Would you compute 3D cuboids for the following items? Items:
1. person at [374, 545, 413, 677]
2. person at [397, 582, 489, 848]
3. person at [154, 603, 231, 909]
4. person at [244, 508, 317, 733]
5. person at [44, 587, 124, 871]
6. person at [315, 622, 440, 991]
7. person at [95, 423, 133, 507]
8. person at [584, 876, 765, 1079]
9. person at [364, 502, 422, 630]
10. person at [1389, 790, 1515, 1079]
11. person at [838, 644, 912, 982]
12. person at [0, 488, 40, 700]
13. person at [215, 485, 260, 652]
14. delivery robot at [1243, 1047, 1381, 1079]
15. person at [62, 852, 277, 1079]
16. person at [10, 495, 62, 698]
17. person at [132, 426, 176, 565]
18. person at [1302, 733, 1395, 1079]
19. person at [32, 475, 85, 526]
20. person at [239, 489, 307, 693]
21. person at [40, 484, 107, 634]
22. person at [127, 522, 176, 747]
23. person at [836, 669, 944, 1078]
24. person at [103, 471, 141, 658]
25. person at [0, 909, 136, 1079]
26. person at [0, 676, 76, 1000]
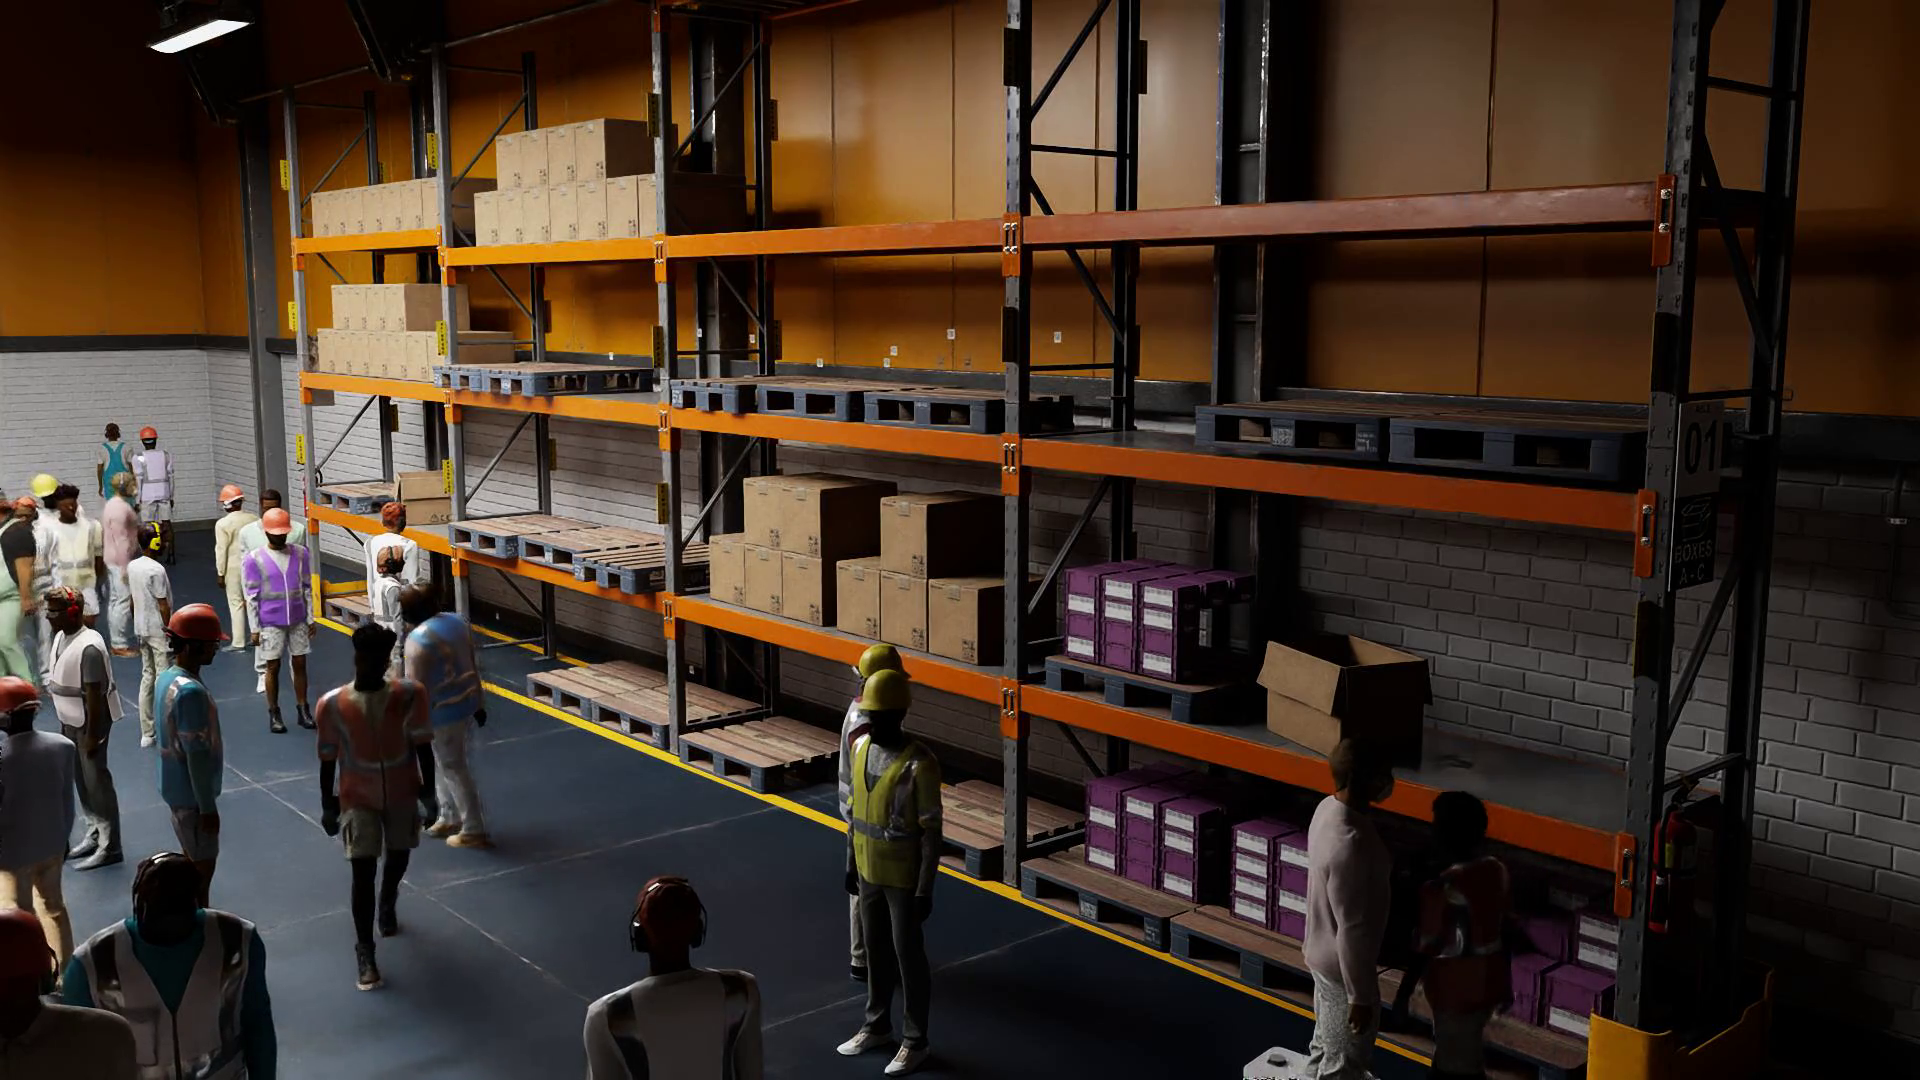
[{"bbox_3d":[-4.683,0.859,13.762,0.307,1.641,0.514,-5,10,-33],"label":"person"},{"bbox_3d":[-3.451,1.168,11.052,0.631,1.805,0.634,1,8,7],"label":"person"},{"bbox_3d":[-4.118,1.350,9.011,0.405,2.032,0.611,-6,10,-35],"label":"person"},{"bbox_3d":[-5.727,0.676,14.063,0.553,1.923,0.392,-7,11,-41],"label":"person"},{"bbox_3d":[-5.643,1.197,10.746,0.561,1.836,0.391,7,11,42],"label":"person"},{"bbox_3d":[-3.213,1.379,9.168,0.601,1.923,0.970,-4,9,-27],"label":"person"},{"bbox_3d":[-12.523,-0.816,24.692,0.506,1.846,0.351,-5,10,-31],"label":"person"},{"bbox_3d":[-0.882,1.969,5.205,0.573,1.883,0.354,-4,9,-26],"label":"person"},{"bbox_3d":[-5.015,0.599,14.769,0.574,1.876,0.354,3,9,21],"label":"person"},{"bbox_3d":[1.972,1.836,6.850,0.546,1.654,0.833,-7,11,-41],"label":"person"},{"bbox_3d":[-0.451,1.457,8.975,0.403,1.823,0.596,0,8,2],"label":"person"},{"bbox_3d":[-8.621,0.484,14.979,0.753,2.000,0.541,4,9,25],"label":"person"},{"bbox_3d":[-7.536,0.293,17.346,0.367,1.742,0.568,4,9,23],"label":"person"},{"bbox_3d":[1.544,2.338,6.905,0.707,0.478,0.477,7,11,40],"label":"delivery robot"},{"bbox_3d":[-2.657,1.936,5.661,0.640,1.832,0.431,-5,9,-30],"label":"person"},{"bbox_3d":[-8.510,0.528,15.206,0.573,1.886,0.354,-7,11,-41],"label":"person"},{"bbox_3d":[-11.074,-0.593,22.844,0.376,1.932,0.543,8,11,43],"label":"person"},{"bbox_3d":[1.567,1.727,6.693,0.373,1.940,0.630,1,8,5],"label":"person"},{"bbox_3d":[-9.178,0.273,17.005,0.613,1.874,0.910,-7,11,-40],"label":"person"},{"bbox_3d":[-6.408,0.467,15.578,0.586,1.909,0.387,-3,9,-22],"label":"person"},{"bbox_3d":[-8.491,0.415,15.899,0.615,1.914,1.031,-6,10,-36],"label":"person"},{"bbox_3d":[-6.535,0.779,13.548,0.508,1.865,0.329,5,10,34],"label":"person"},{"bbox_3d":[-0.338,1.558,7.898,0.593,1.930,0.355,8,11,44],"label":"person"},{"bbox_3d":[-8.588,0.249,17.071,0.388,1.928,0.739,-5,10,-32],"label":"person"},{"bbox_3d":[-2.631,1.990,4.716,0.618,1.986,0.408,-4,9,-24],"label":"person"},{"bbox_3d":[-4.796,1.558,8.523,0.354,1.749,0.569,3,9,18],"label":"person"}]
